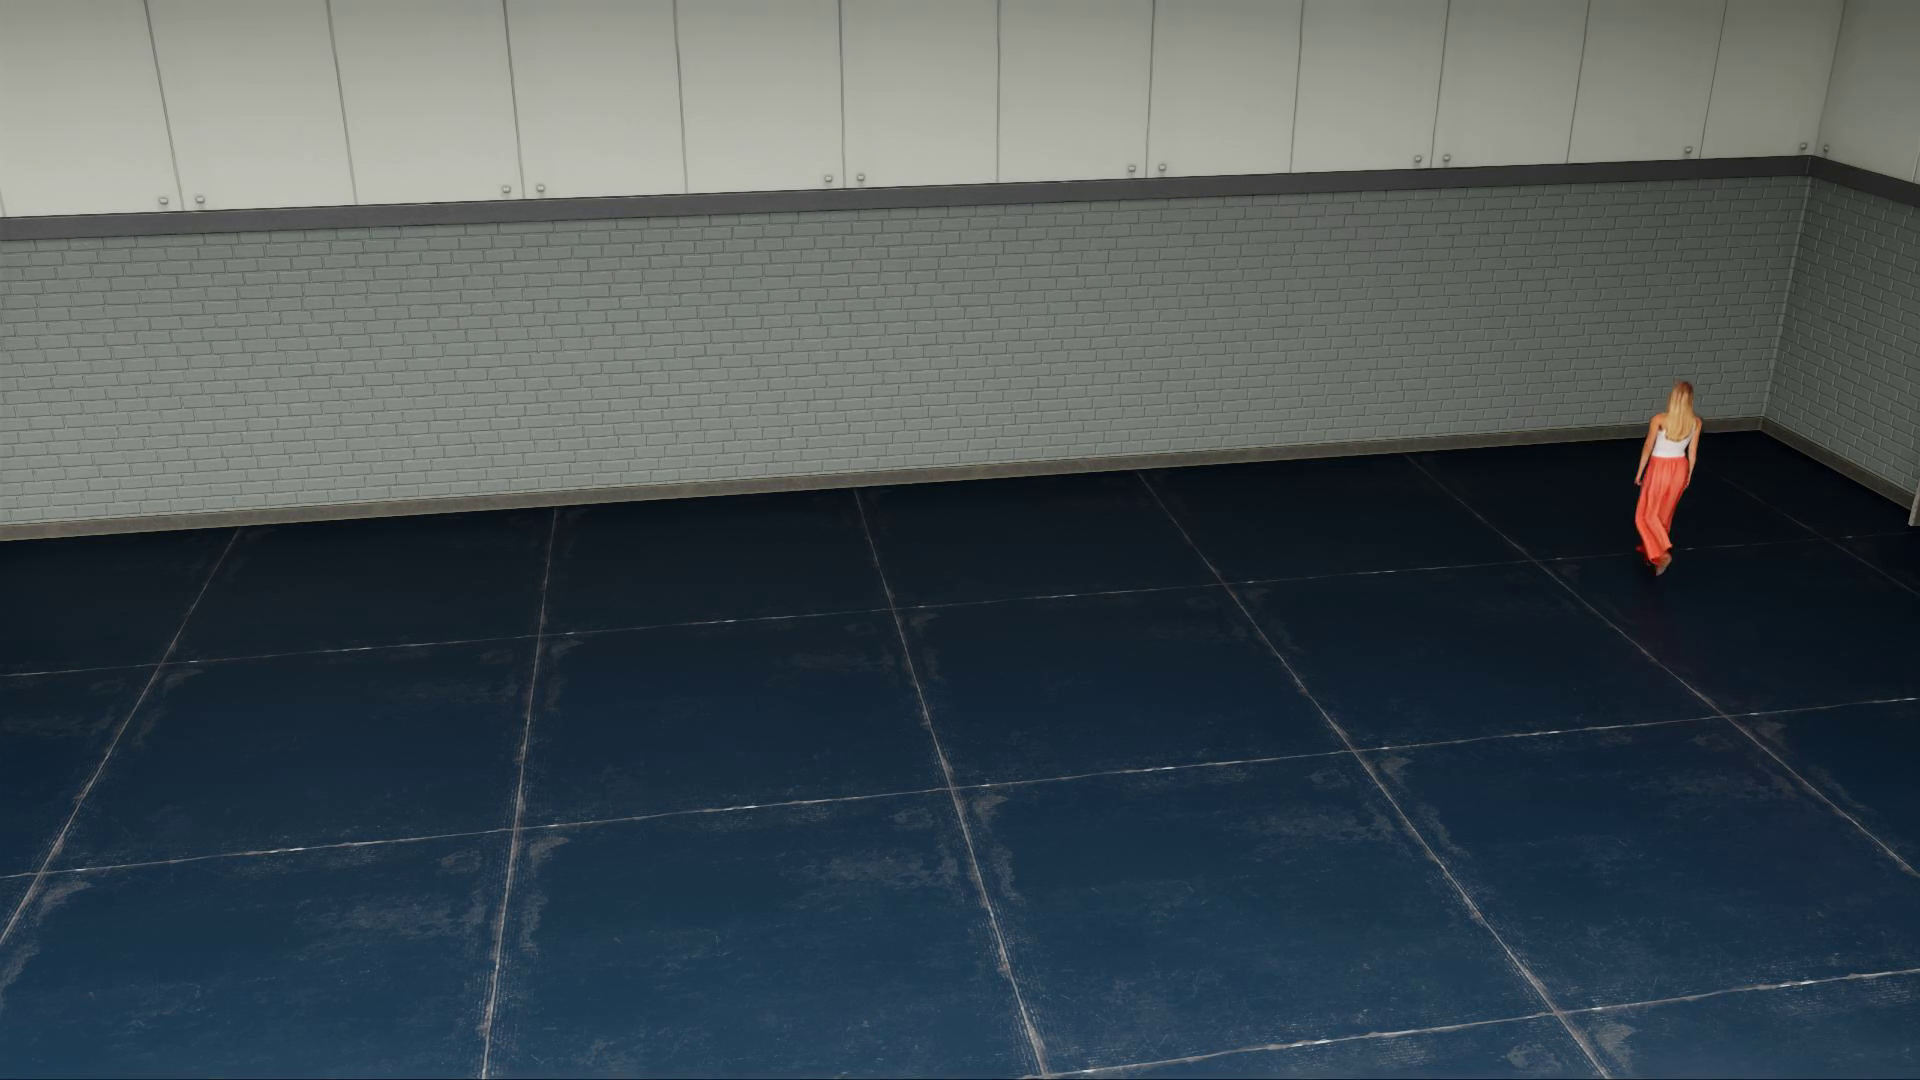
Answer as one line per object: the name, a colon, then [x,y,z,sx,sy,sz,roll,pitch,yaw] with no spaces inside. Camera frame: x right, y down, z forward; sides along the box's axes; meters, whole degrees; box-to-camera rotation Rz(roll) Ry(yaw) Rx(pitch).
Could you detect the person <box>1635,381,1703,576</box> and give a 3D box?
person: [6.291,-0.513,14.792,0.778,1.783,1.075,2,23,4]
